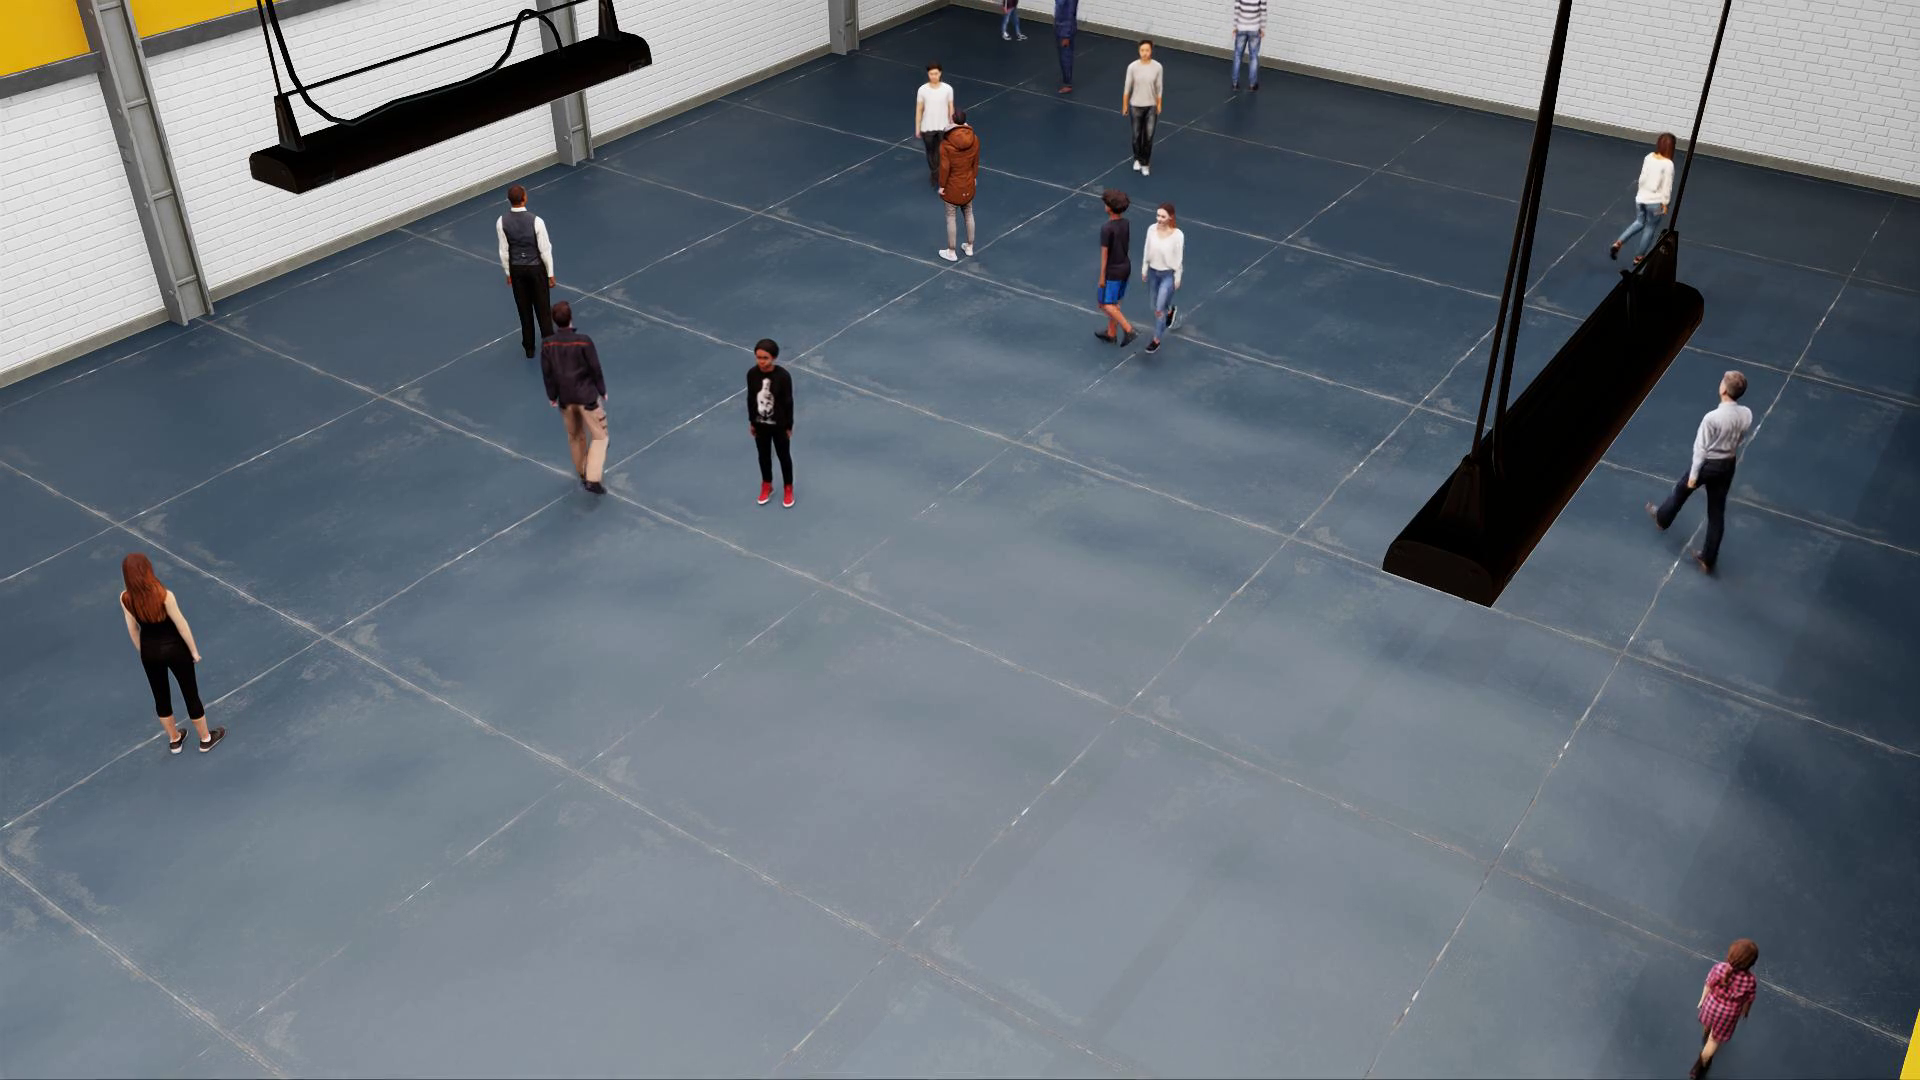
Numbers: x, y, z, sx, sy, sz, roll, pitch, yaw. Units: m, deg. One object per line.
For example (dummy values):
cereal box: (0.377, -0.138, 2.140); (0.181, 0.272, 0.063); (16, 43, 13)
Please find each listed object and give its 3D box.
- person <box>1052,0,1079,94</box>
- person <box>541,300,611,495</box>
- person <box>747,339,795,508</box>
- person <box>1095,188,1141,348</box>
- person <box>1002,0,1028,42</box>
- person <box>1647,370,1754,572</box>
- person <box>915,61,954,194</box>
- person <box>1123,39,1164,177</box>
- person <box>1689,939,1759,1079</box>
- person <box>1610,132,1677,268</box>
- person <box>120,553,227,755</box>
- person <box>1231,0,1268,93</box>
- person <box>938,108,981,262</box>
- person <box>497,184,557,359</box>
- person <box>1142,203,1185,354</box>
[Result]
person: (1.606, -7.661, 25.023); (0.922, 1.789, 0.869); (0, 34, 0)
person: (-3.512, -1.290, 15.323); (0.980, 1.916, 1.086); (1, 34, 2)
person: (-1.726, -1.091, 15.243); (0.655, 1.673, 0.645); (6, 34, 9)
person: (1.715, -2.859, 17.805); (0.717, 1.781, 0.817); (26, 42, 33)
person: (0.792, -8.795, 27.261); (0.759, 1.198, 0.714); (-25, 41, -33)
person: (6.541, -0.564, 14.365); (1.173, 1.766, 1.213); (-7, 34, -10)
person: (-0.320, -5.447, 21.785); (0.990, 1.686, 1.150); (1, 34, 2)
person: (2.455, -5.843, 22.283); (0.842, 1.794, 0.901); (3, 34, 5)
person: (4.565, 2.810, 9.971); (0.431, 1.013, 0.730); (23, 40, 30)
person: (8.064, -3.972, 19.582); (0.927, 1.667, 0.850); (-10, 35, -15)
person: (-5.889, 0.836, 12.296); (0.659, 1.725, 0.688); (0, 34, 0)
person: (4.345, -7.710, 25.040); (0.704, 1.851, 0.629); (9, 35, 14)
person: (-0.013, -4.240, 19.830); (0.772, 1.839, 0.873); (-20, 39, -27)
person: (-4.588, -2.852, 17.671); (0.781, 1.919, 0.792); (0, 34, 0)
person: (2.222, -2.856, 17.899); (0.626, 1.673, 0.889); (22, 39, 29)
